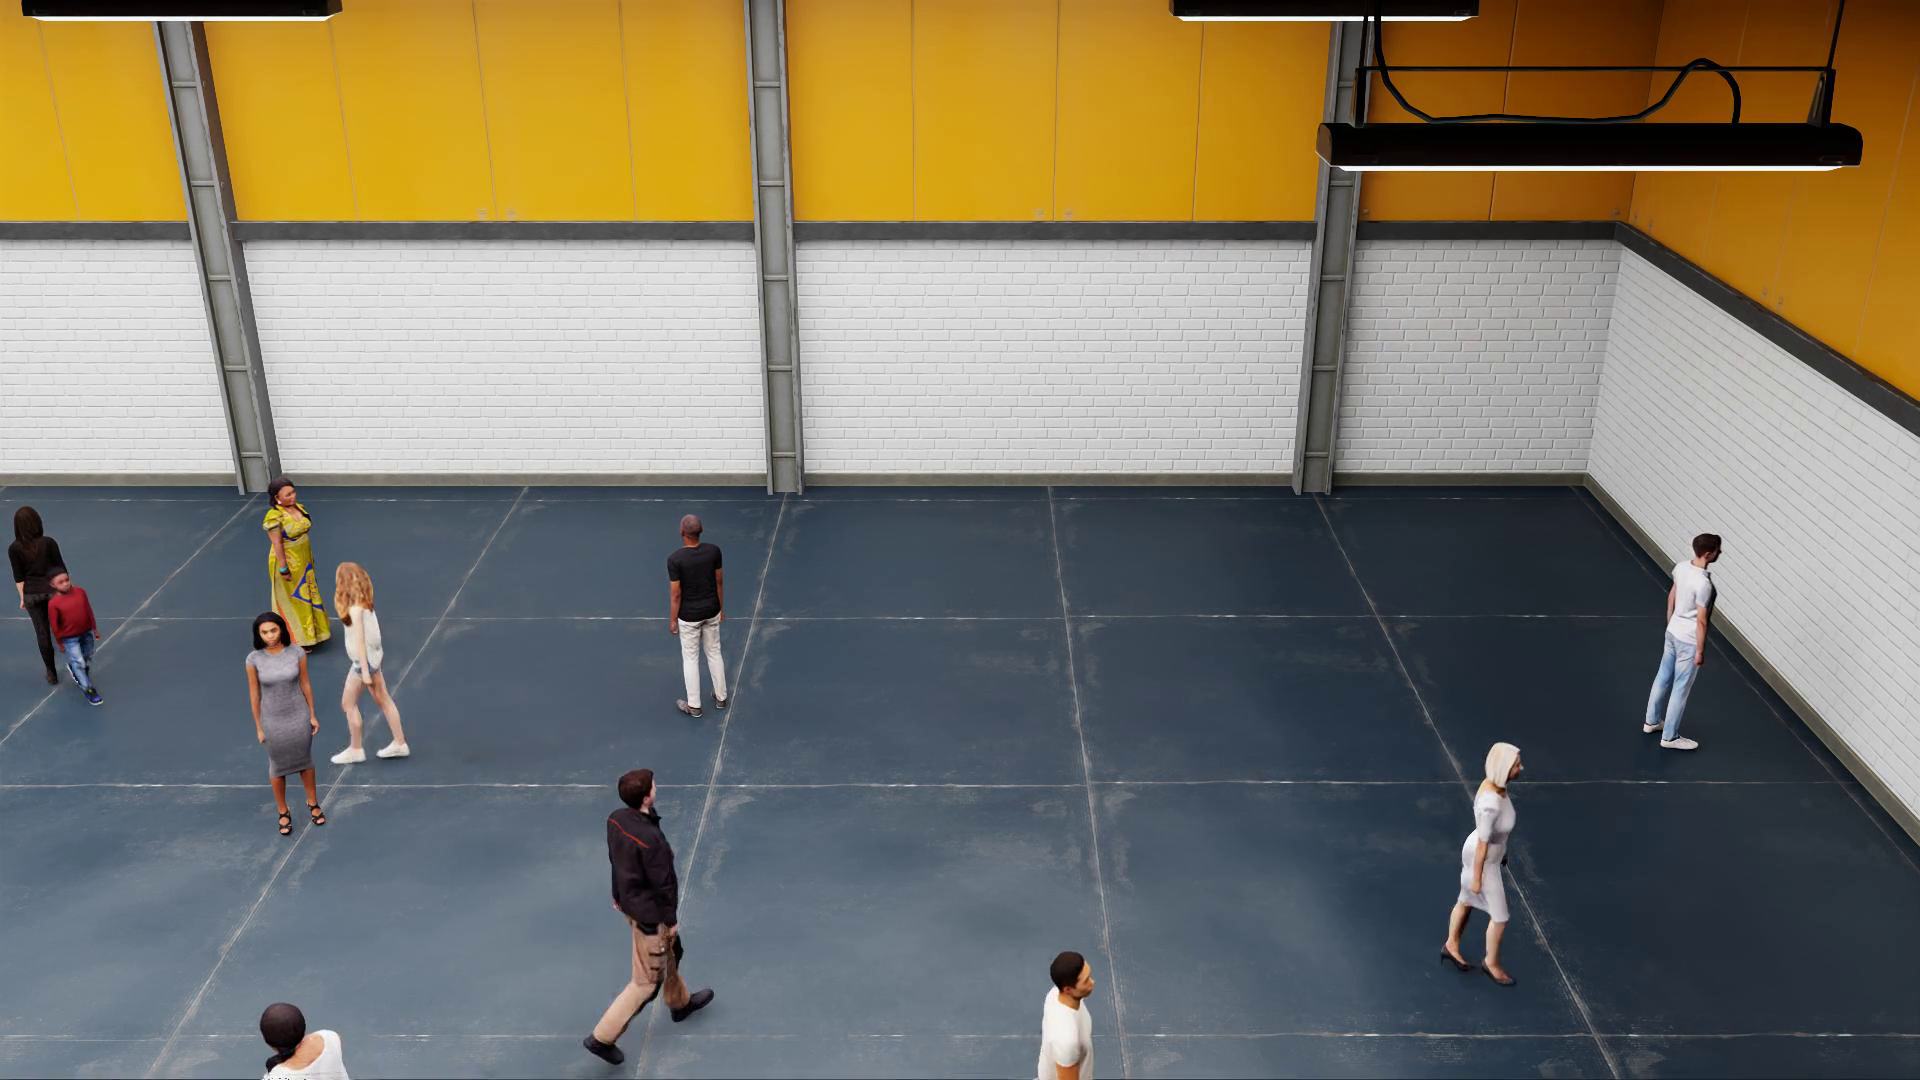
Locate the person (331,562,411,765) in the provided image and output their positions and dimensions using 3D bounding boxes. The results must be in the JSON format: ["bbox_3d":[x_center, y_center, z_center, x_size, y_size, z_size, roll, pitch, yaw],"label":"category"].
[{"bbox_3d":[-4.633,0.986,13.261,0.841,1.743,0.651,-3,24,-7],"label":"person"}]

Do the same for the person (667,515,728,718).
[{"bbox_3d":[-2.206,0.628,14.002,0.730,1.805,0.824,-16,28,-32],"label":"person"}]

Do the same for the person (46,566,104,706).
[{"bbox_3d":[-7.657,0.789,14.336,0.855,1.242,0.722,13,27,27],"label":"person"}]

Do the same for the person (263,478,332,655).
[{"bbox_3d":[-6.077,0.205,15.150,0.809,1.661,0.883,3,24,7],"label":"person"}]

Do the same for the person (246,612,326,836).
[{"bbox_3d":[-5.021,1.352,12.375,0.610,1.781,0.723,-13,27,-26],"label":"person"}]

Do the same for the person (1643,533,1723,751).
[{"bbox_3d":[5.907,0.797,13.557,0.563,1.850,0.673,-2,24,-5],"label":"person"}]

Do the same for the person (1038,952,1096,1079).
[{"bbox_3d":[0.467,2.912,8.792,0.687,1.793,0.663,1,24,2],"label":"person"}]

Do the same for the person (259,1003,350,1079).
[{"bbox_3d":[-3.277,3.095,8.539,1.197,1.660,0.975,11,26,24],"label":"person"}]

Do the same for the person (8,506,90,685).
[{"bbox_3d":[-8.005,0.478,14.548,0.574,1.642,0.710,-10,25,-21],"label":"person"}]

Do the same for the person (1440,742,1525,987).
[{"bbox_3d":[3.317,2.075,10.782,0.817,1.734,0.721,8,25,18],"label":"person"}]

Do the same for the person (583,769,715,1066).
[{"bbox_3d":[-1.967,2.291,10.087,1.291,1.893,1.198,-20,30,-37],"label":"person"}]
